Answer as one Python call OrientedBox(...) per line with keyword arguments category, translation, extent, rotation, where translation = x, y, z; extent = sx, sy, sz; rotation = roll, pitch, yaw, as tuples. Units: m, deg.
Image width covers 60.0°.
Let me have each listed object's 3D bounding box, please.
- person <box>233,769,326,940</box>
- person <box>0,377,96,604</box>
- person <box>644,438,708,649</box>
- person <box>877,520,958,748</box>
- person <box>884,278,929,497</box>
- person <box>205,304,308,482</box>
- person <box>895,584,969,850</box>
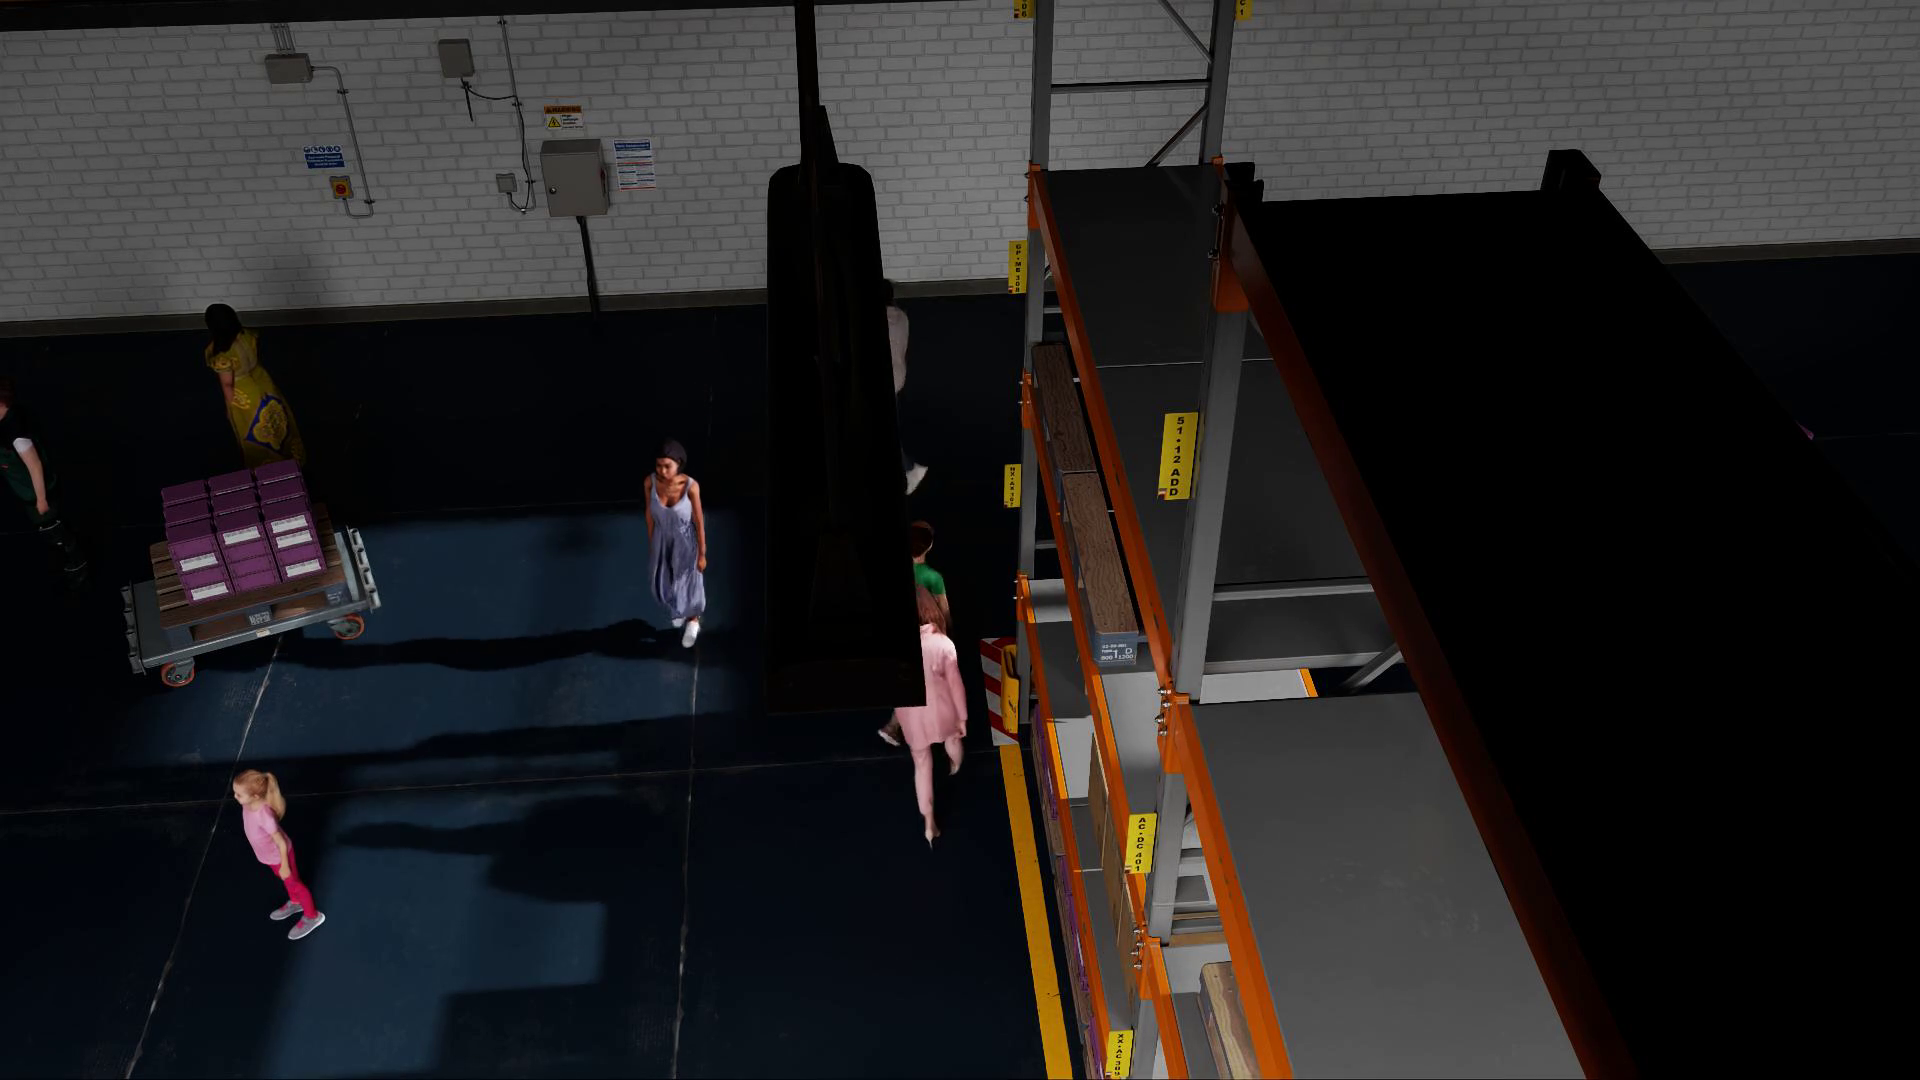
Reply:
OrientedBox(category="person", translation=(-3.951, 1.782, 9.601), extent=(0.640, 1.270, 0.570), rotation=(-30, 48, -32))
OrientedBox(category="person", translation=(-6.582, -0.377, 11.846), extent=(0.793, 1.843, 0.683), rotation=(-21, 43, -24))
OrientedBox(category="person", translation=(-1.933, -0.023, 11.528), extent=(0.684, 1.688, 0.785), rotation=(6, 39, 7))
OrientedBox(category="person", translation=(-0.302, 0.625, 10.767), extent=(1.041, 1.623, 1.093), rotation=(29, 47, 31))
OrientedBox(category="person", translation=(-0.541, -1.170, 12.843), extent=(1.145, 1.838, 1.103), rotation=(26, 45, 29))
OrientedBox(category="person", translation=(-5.525, -1.115, 12.917), extent=(1.027, 1.660, 0.880), rotation=(10, 40, 13))
OrientedBox(category="person", translation=(-0.227, 1.128, 10.042), extent=(0.784, 1.741, 1.117), rotation=(7, 39, 9))
